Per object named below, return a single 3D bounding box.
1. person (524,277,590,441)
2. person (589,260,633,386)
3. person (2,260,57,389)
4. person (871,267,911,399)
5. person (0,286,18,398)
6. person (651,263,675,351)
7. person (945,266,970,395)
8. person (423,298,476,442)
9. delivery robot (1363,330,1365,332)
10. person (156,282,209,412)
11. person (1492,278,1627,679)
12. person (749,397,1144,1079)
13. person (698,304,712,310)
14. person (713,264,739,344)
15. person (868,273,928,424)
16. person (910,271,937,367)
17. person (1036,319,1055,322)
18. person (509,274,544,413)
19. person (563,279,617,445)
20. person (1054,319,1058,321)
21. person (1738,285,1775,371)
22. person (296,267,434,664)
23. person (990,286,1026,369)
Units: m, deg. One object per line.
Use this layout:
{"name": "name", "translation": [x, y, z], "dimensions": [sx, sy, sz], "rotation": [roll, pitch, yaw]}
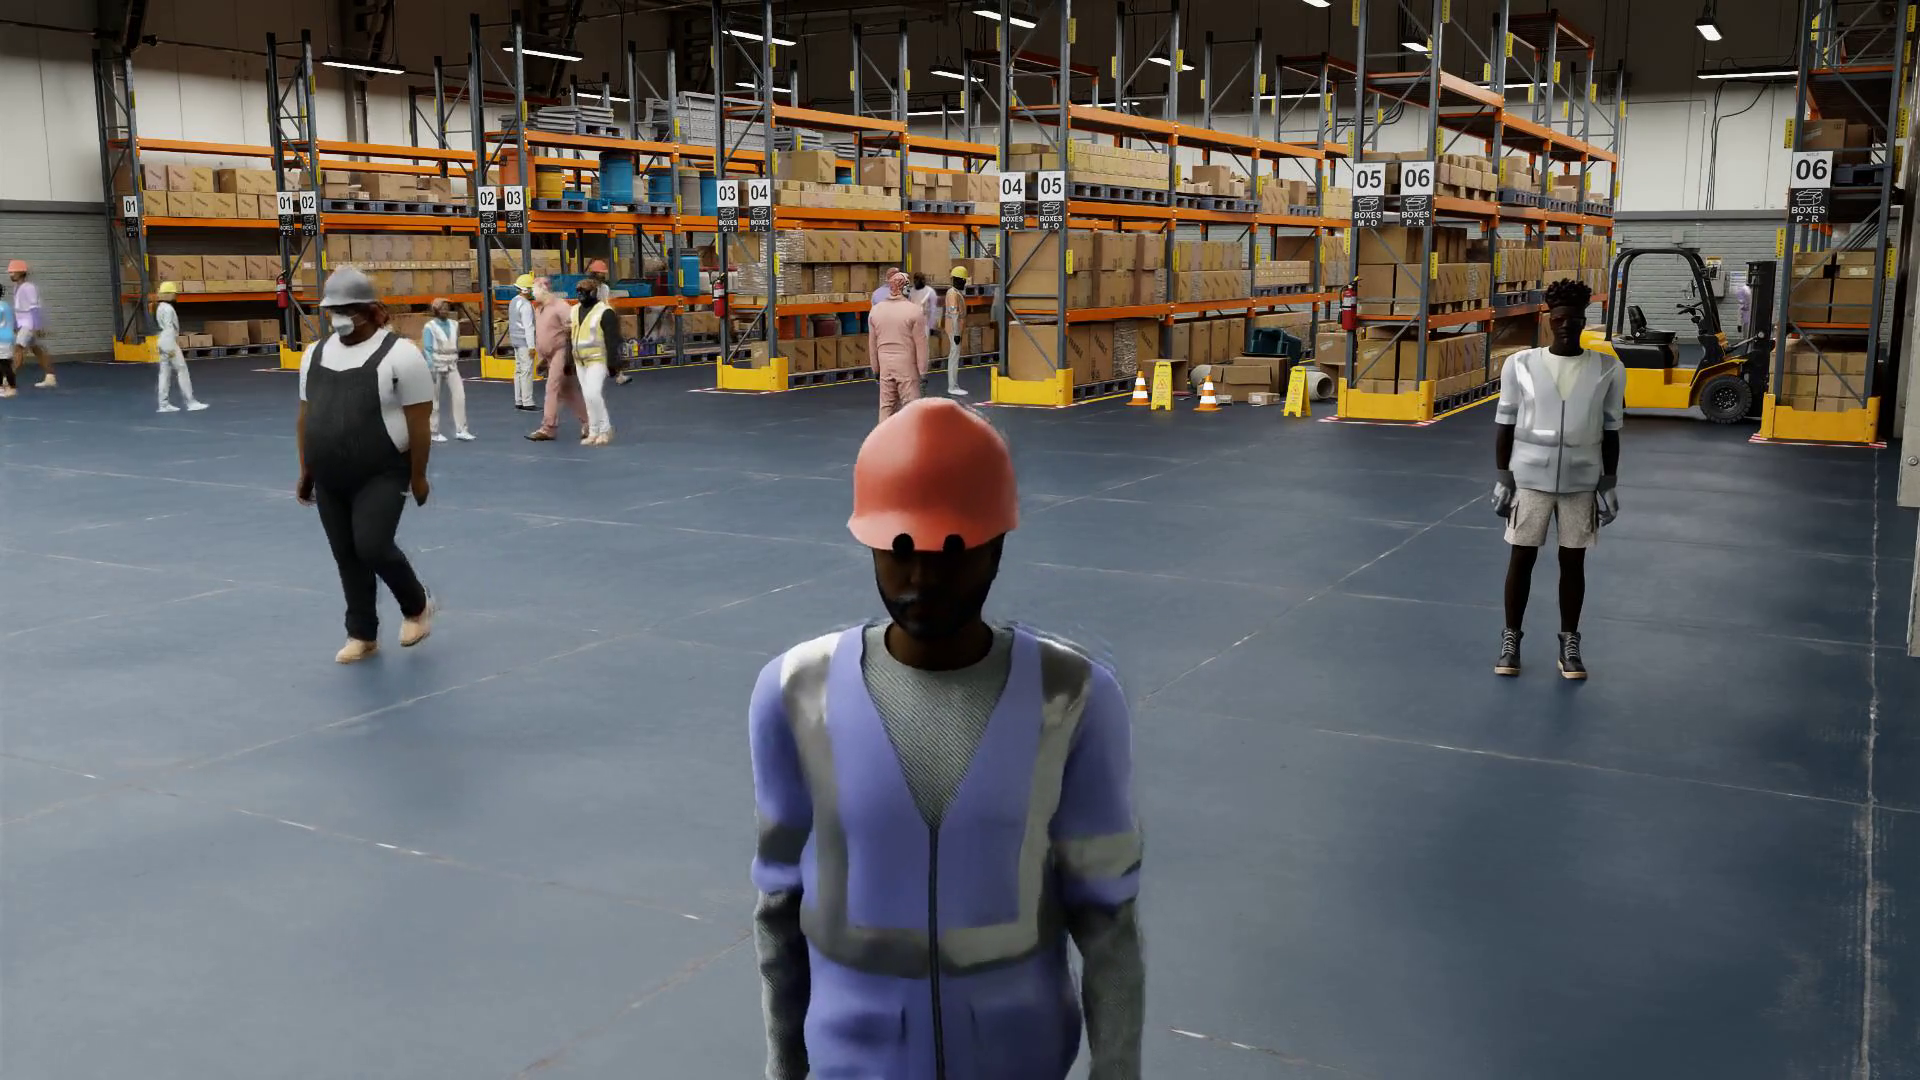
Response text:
{"name": "person", "translation": [-4.539, -2.051, 18.855], "dimensions": [0.843, 1.845, 0.667], "rotation": [-6, 11, -32]}
{"name": "person", "translation": [-5.710, -3.442, 26.531], "dimensions": [1.023, 1.991, 0.635], "rotation": [6, 11, 32]}
{"name": "person", "translation": [-14.706, -3.346, 25.957], "dimensions": [1.024, 1.990, 0.629], "rotation": [-8, 13, -41]}
{"name": "person", "translation": [-0.964, -3.004, 24.221], "dimensions": [0.644, 1.909, 0.400], "rotation": [4, 11, 24]}
{"name": "person", "translation": [-14.151, -2.919, 24.332], "dimensions": [0.568, 1.681, 0.554], "rotation": [-3, 10, -17]}
{"name": "person", "translation": [-6.177, -4.789, 34.607], "dimensions": [0.626, 1.919, 0.666], "rotation": [6, 12, 33]}
{"name": "person", "translation": [-0.041, -3.136, 24.944], "dimensions": [0.371, 1.923, 0.586], "rotation": [0, 10, 0]}
{"name": "person", "translation": [-5.707, -1.883, 18.513], "dimensions": [0.677, 1.608, 0.542], "rotation": [6, 11, 31]}
{"name": "delivery robot", "translation": [8.948, -4.686, 37.742], "dimensions": [0.707, 0.478, 0.477], "rotation": [0, 10, 2]}
{"name": "person", "translation": [-10.449, -2.580, 22.237], "dimensions": [0.667, 1.719, 0.511], "rotation": [-8, 13, -39]}
{"name": "person", "translation": [2.933, -0.296, 8.185], "dimensions": [0.602, 1.967, 0.366], "rotation": [2, 10, 14]}
{"name": "person", "translation": [-0.022, 0.734, 2.395], "dimensions": [0.558, 1.886, 1.023], "rotation": [0, 10, 0]}
{"name": "person", "translation": [-6.641, -6.235, 43.182], "dimensions": [0.557, 1.899, 0.971], "rotation": [7, 12, 35]}
{"name": "person", "translation": [-5.561, -5.583, 39.347], "dimensions": [0.557, 1.904, 0.931], "rotation": [3, 10, 15]}
{"name": "person", "translation": [-0.591, -1.714, 16.668], "dimensions": [0.651, 1.906, 0.409], "rotation": [5, 11, 29]}
{"name": "person", "translation": [-0.654, -3.631, 28.107], "dimensions": [0.643, 1.831, 0.530], "rotation": [7, 12, 35]}
{"name": "person", "translation": [1.379, -3.604, 27.963], "dimensions": [0.544, 1.828, 0.924], "rotation": [8, 12, 38]}
{"name": "person", "translation": [-5.777, -2.611, 22.142], "dimensions": [0.403, 1.828, 0.598], "rotation": [-6, 12, -33]}
{"name": "person", "translation": [-4.047, -1.936, 18.219], "dimensions": [0.645, 1.828, 0.460], "rotation": [7, 12, 36]}
{"name": "person", "translation": [2.003, -4.247, 31.698], "dimensions": [0.517, 1.846, 0.859], "rotation": [8, 13, 39]}
{"name": "person", "translation": [13.751, -3.781, 28.744], "dimensions": [0.580, 1.920, 0.384], "rotation": [1, 10, 8]}
{"name": "person", "translation": [-3.076, -0.379, 8.459], "dimensions": [0.692, 2.000, 0.541], "rotation": [3, 10, 17]}
{"name": "person", "translation": [0.820, -4.014, 30.438], "dimensions": [0.665, 1.799, 0.924], "rotation": [6, 11, 32]}
